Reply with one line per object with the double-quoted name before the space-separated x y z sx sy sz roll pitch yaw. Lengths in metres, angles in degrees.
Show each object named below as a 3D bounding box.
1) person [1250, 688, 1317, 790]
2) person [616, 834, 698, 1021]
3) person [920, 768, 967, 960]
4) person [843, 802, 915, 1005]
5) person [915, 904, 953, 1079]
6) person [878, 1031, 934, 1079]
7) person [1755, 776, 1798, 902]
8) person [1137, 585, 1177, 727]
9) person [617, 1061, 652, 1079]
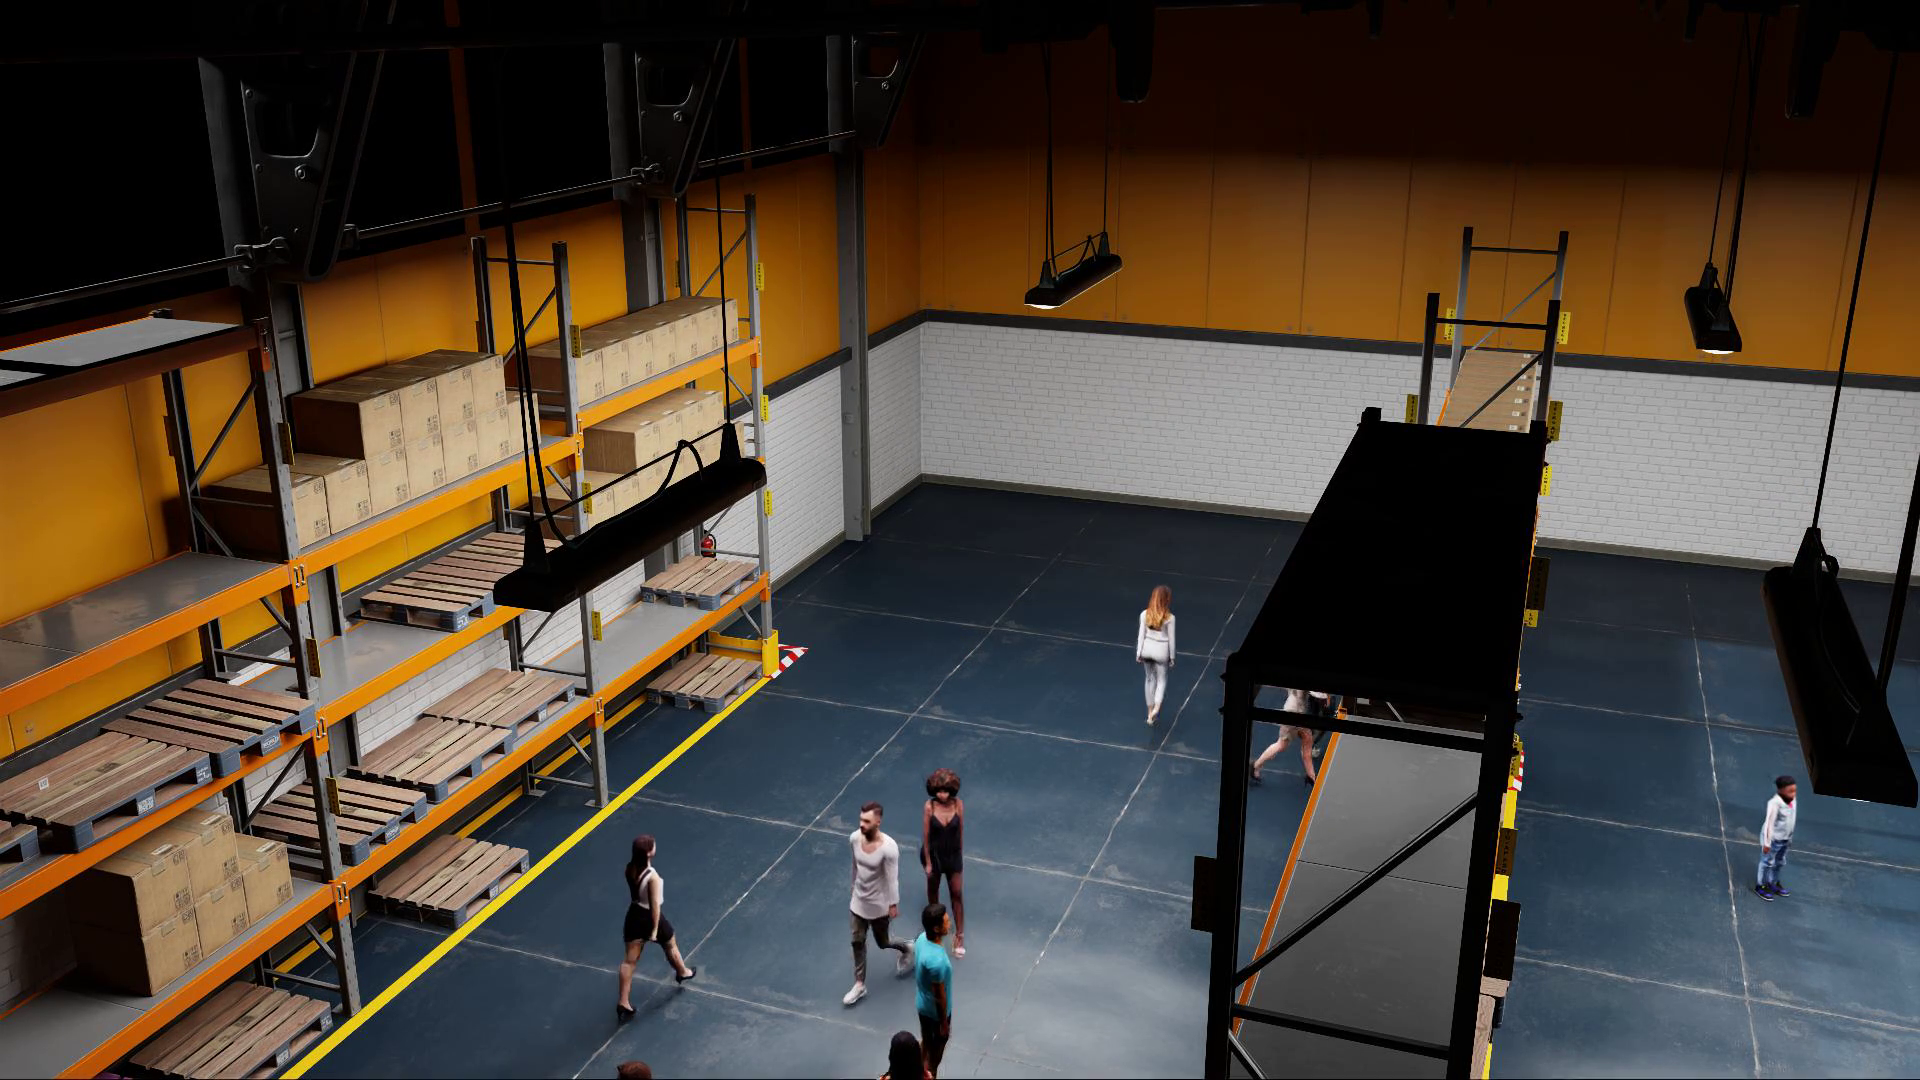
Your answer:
"person" 3.514 1.911 17.877 0.838 1.696 1.077 4 19 12
"person" -2.712 3.273 13.991 0.734 1.595 1.143 12 22 32
"person" -0.187 2.830 15.045 0.812 1.763 0.980 -3 19 -10
"person" -0.705 3.056 14.285 0.858 1.819 1.147 13 22 33
"person" -0.214 3.592 12.764 0.748 1.774 0.637 -5 19 -13
"person" -0.358 4.137 11.256 0.737 1.703 0.792 -6 20 -18
"person" 7.803 2.814 15.880 0.563 1.259 0.622 -9 20 -24
"person" 2.253 1.407 19.289 0.600 1.750 0.806 6 19 16
"person" -2.091 4.193 10.934 0.712 1.803 0.692 -13 22 -33
